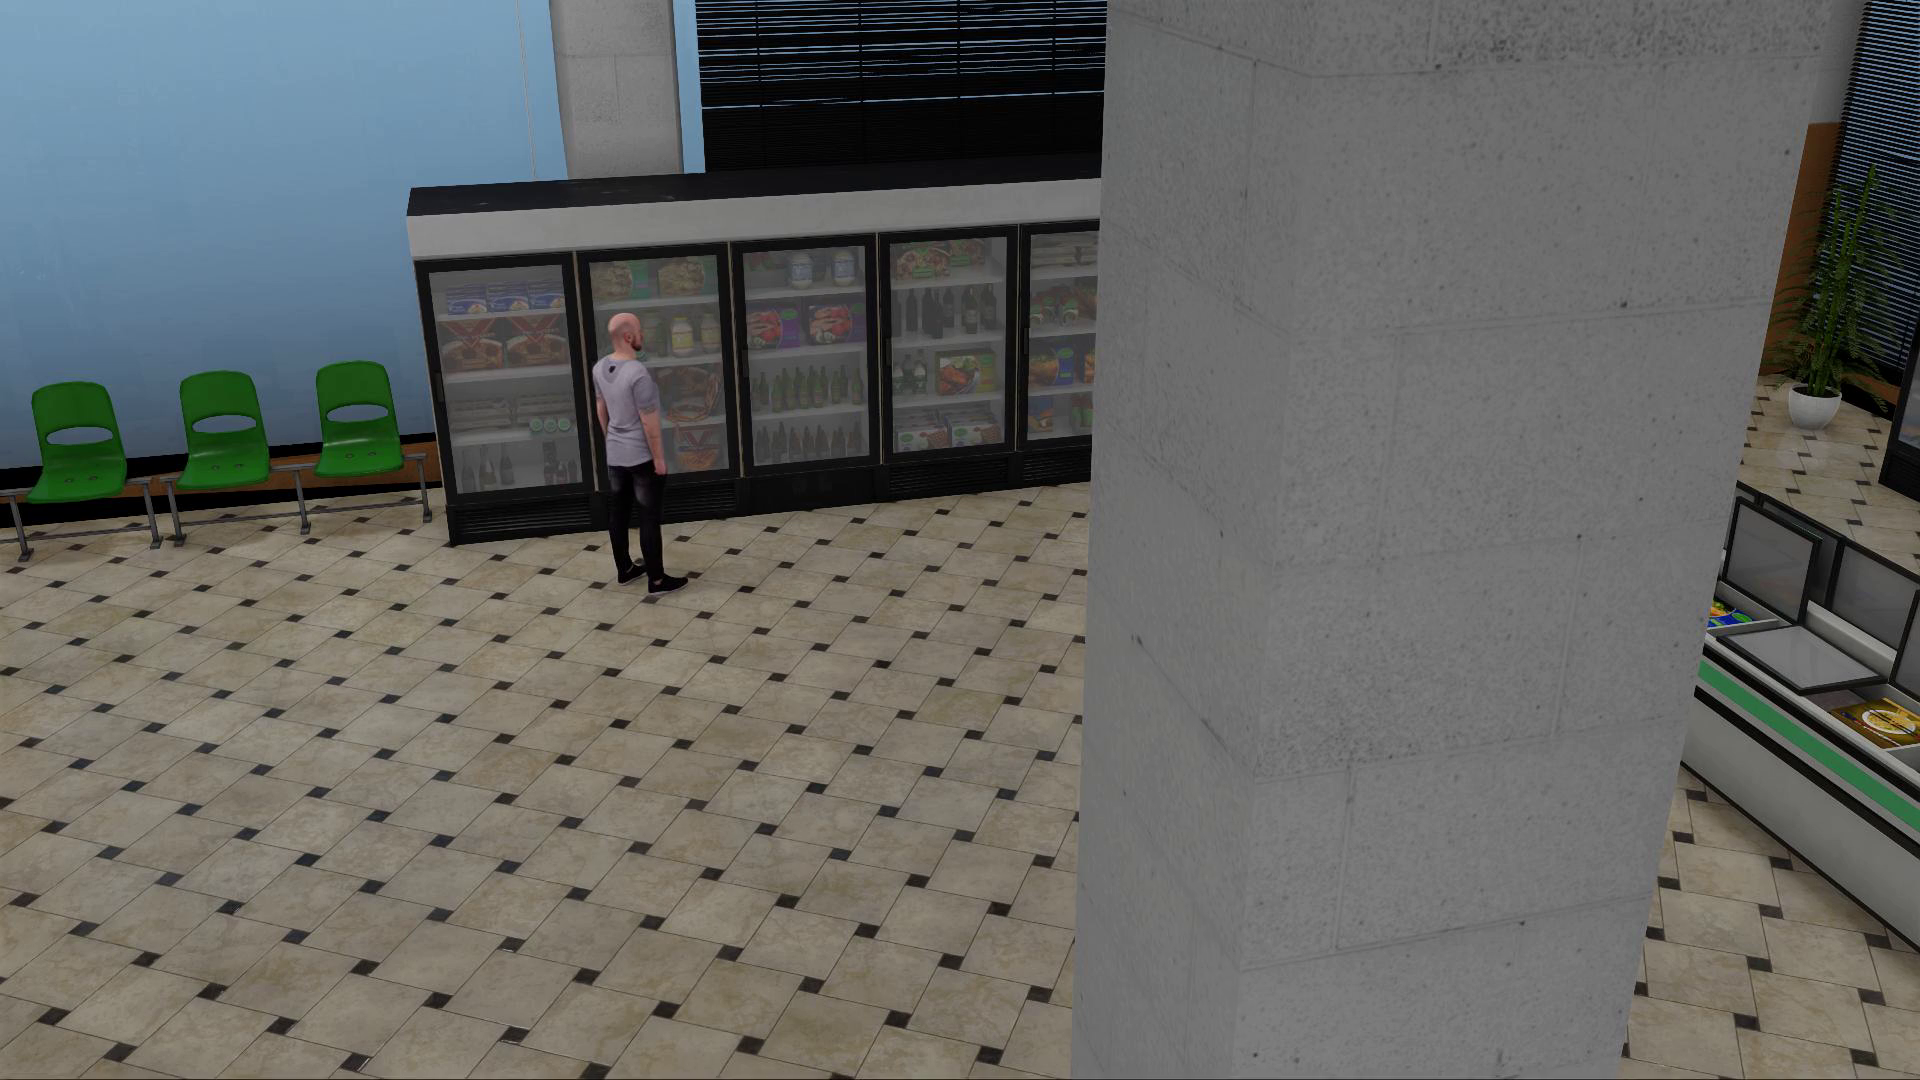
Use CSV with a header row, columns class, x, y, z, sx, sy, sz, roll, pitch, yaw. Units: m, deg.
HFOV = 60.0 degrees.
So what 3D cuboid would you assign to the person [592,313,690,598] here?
class,x,y,z,sx,sy,sz,roll,pitch,yaw
person,-2.070,-0.548,10.563,0.732,1.838,0.824,18,29,35
